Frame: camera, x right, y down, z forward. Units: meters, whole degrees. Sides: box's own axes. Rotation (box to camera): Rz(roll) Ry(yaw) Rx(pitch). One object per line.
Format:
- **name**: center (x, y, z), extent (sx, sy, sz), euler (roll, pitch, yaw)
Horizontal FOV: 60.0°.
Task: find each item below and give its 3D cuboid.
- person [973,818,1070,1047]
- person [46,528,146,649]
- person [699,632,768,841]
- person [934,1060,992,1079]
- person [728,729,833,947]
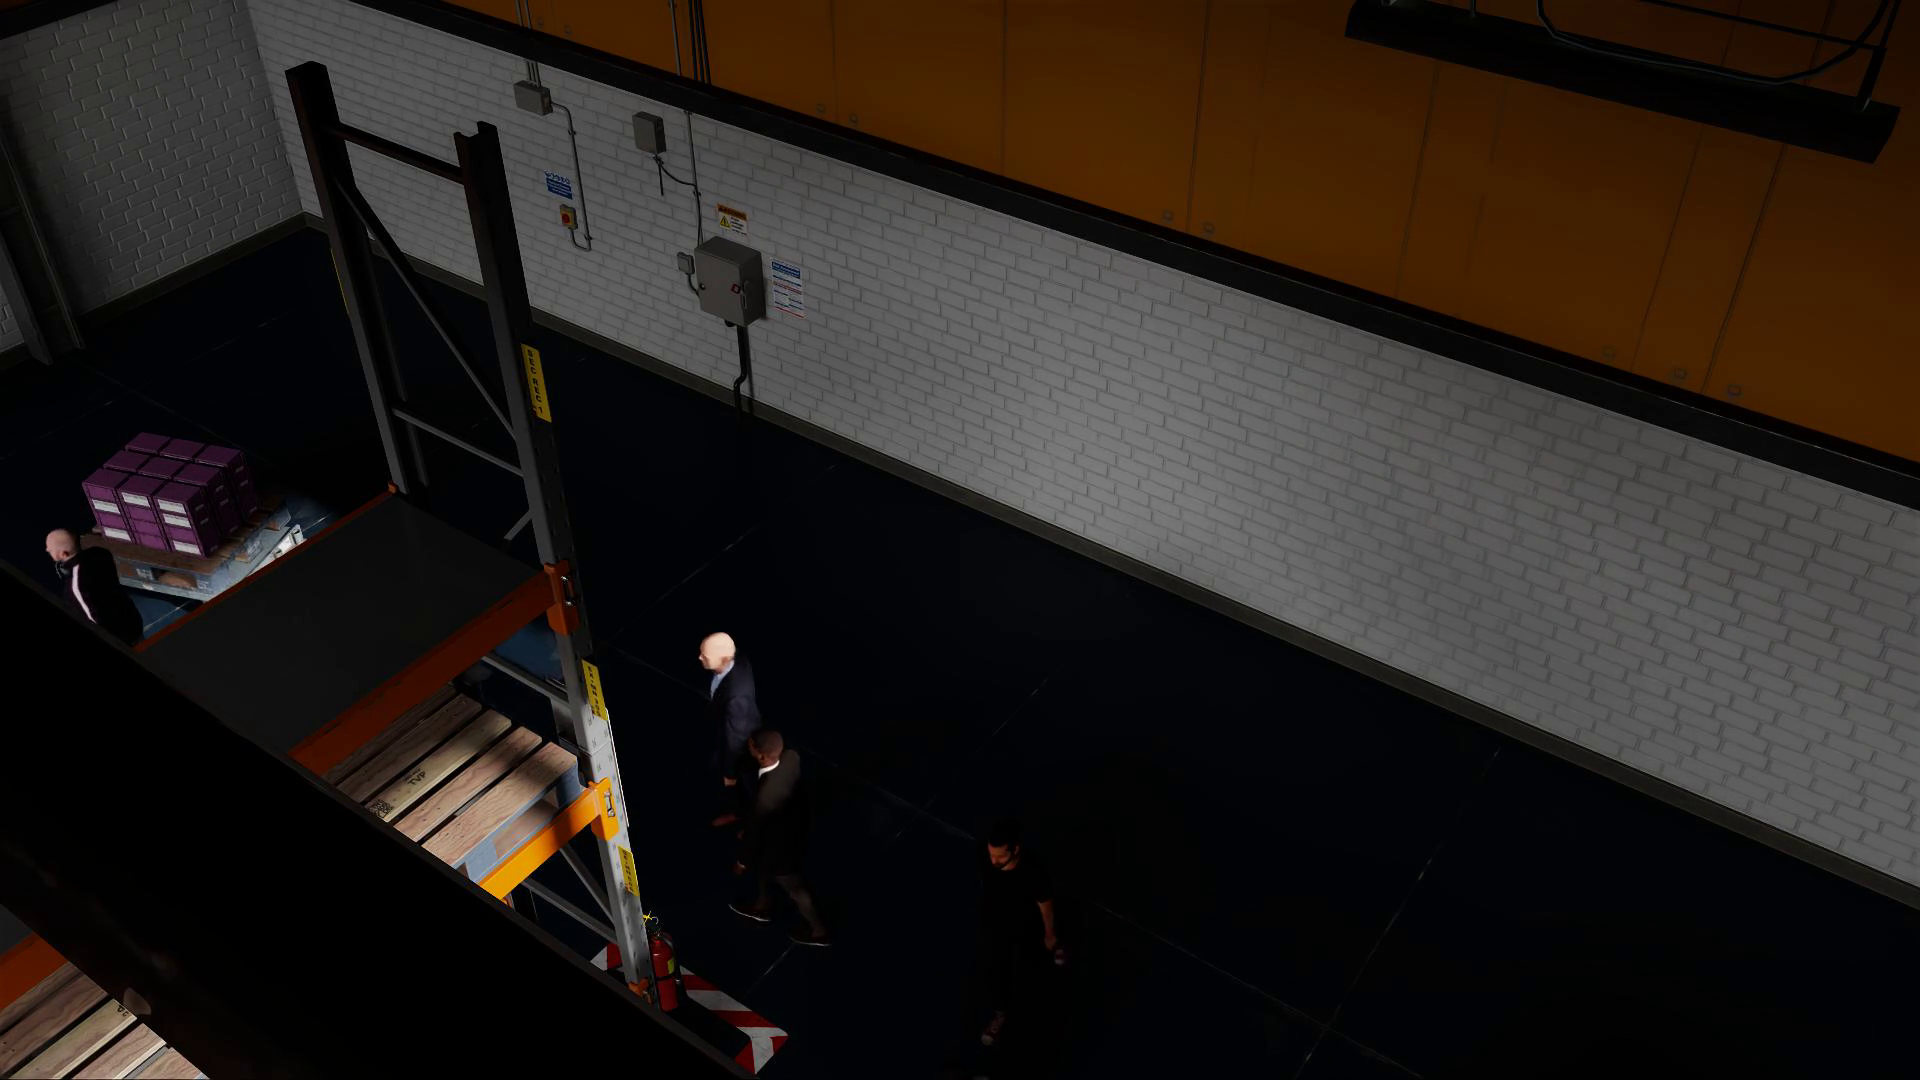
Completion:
- **person**: center (0.355, 2.107, 9.536), extent (0.734, 1.720, 1.084), euler (17, 42, 20)
- **person**: center (-5.637, 0.641, 11.294), extent (0.876, 1.817, 0.800), euler (0, 39, 0)
- **person**: center (-1.314, 1.231, 10.581), extent (0.920, 1.785, 0.881), euler (-13, 40, -15)
- **person**: center (-0.035, 3.074, 8.364), extent (0.926, 1.671, 0.964), euler (-12, 40, -15)
- **person**: center (-0.960, 1.815, 9.858), extent (0.937, 1.775, 0.988), euler (7, 39, 9)
